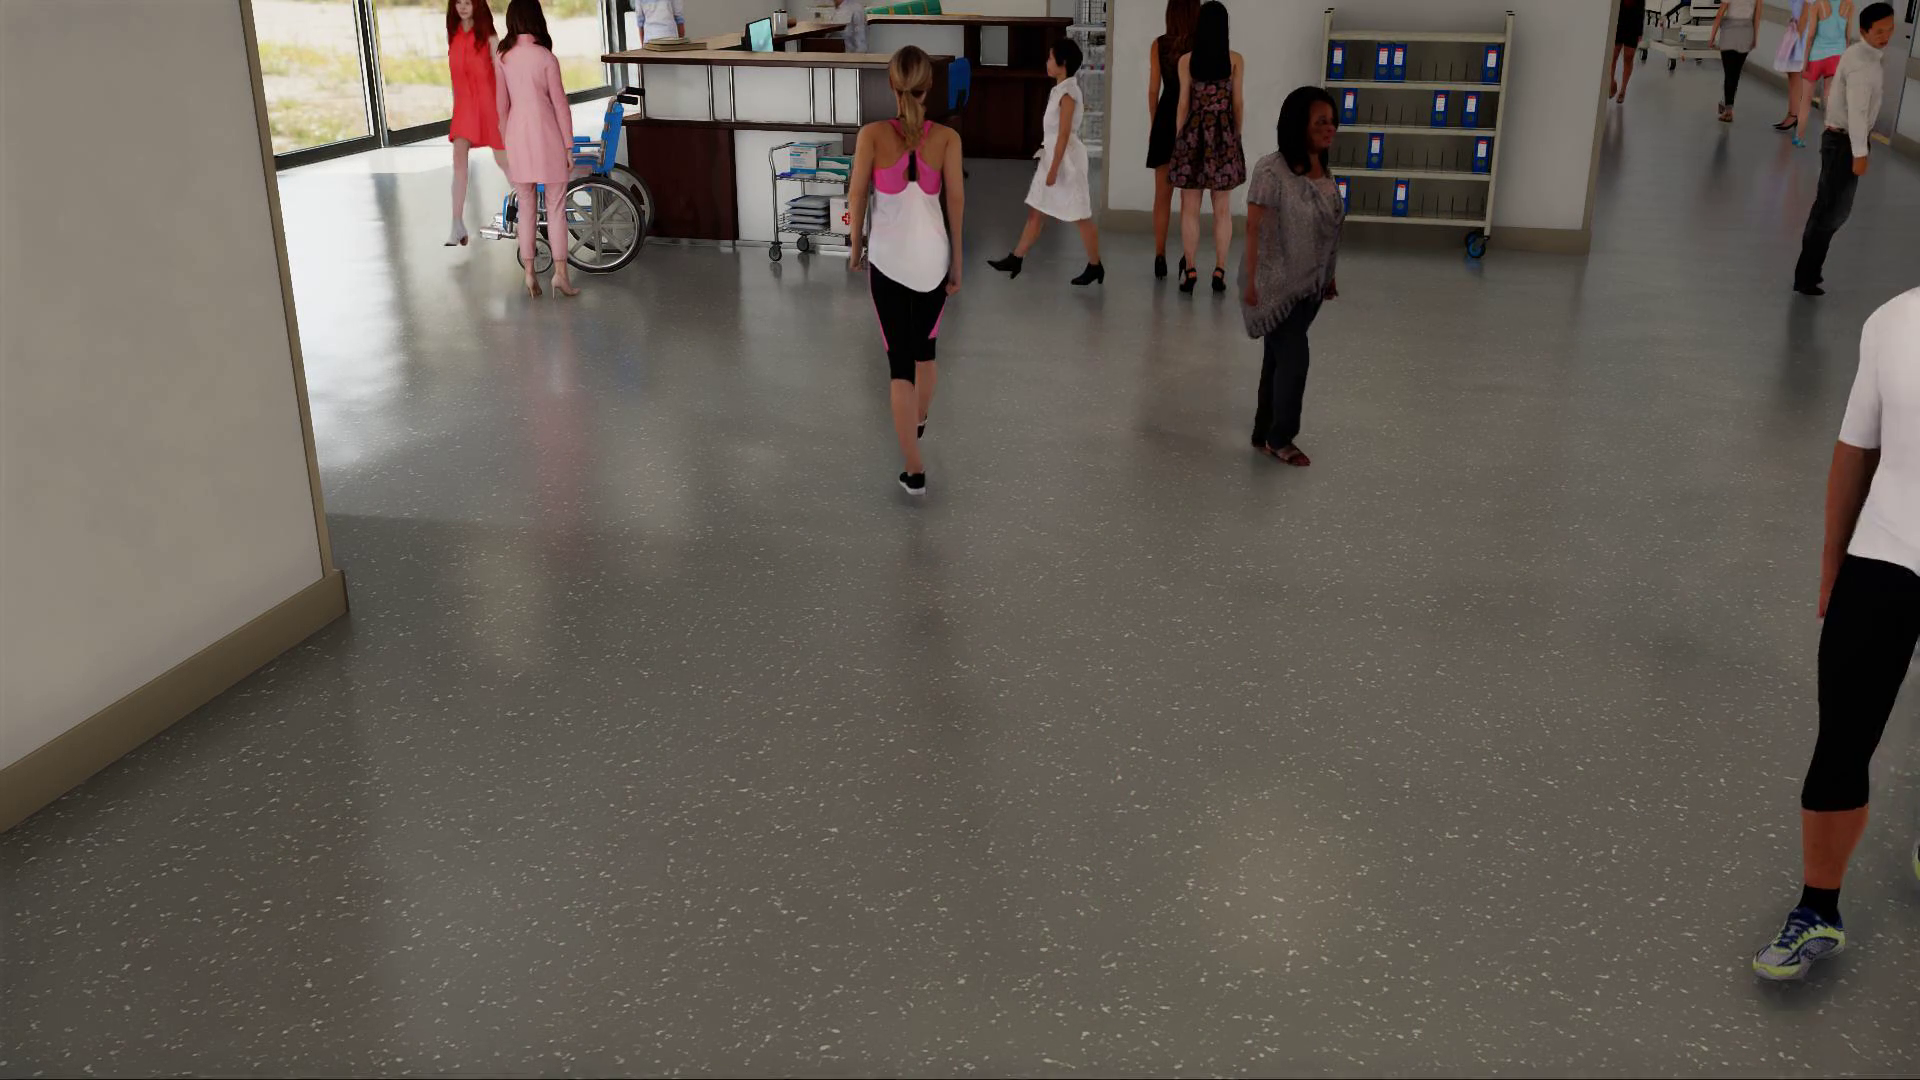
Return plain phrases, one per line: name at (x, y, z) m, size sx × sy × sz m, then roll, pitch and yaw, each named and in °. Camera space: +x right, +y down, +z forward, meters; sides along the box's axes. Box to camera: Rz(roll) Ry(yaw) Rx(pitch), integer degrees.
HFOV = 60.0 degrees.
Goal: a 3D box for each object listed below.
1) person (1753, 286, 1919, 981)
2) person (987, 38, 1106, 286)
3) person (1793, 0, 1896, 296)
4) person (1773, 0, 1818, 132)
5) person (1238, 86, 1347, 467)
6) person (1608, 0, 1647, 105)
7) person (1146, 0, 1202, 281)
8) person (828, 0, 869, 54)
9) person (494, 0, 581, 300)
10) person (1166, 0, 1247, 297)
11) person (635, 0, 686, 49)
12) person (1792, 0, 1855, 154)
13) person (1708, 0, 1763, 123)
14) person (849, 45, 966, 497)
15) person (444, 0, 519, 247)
person at (2.189, 0.073, 3.663) m, size 1.106 × 1.824 × 1.175 m, roll -19°, pitch 28°, yaw -40°
person at (0.736, -2.320, 10.413) m, size 1.033 × 1.518 × 0.735 m, roll -1°, pitch 21°, yaw -1°
person at (5.465, -2.429, 10.352) m, size 0.574 × 1.765 × 0.784 m, roll 3°, pitch 21°, yaw 7°
person at (9.164, -5.407, 18.145) m, size 0.711 × 1.813 × 0.688 m, roll 5°, pitch 21°, yaw 12°
person at (1.354, -1.145, 7.195) m, size 0.841 × 1.598 × 0.789 m, roll 19°, pitch 28°, yaw 41°
person at (8.299, -6.275, 20.698) m, size 0.587 × 1.628 × 0.728 m, roll 10°, pitch 23°, yaw 25°
person at (1.404, -2.596, 10.694) m, size 0.498 × 1.834 × 0.667 m, roll 8°, pitch 22°, yaw 21°
person at (-1.037, -4.299, 15.266) m, size 1.099 × 1.782 × 0.978 m, roll -18°, pitch 27°, yaw -39°
person at (-2.595, -2.382, 10.174) m, size 0.488 × 1.803 × 0.692 m, roll 3°, pitch 21°, yaw 8°
person at (1.533, -2.415, 10.303) m, size 0.690 × 1.773 × 0.792 m, roll 0°, pitch 21°, yaw 1°
person at (-3.229, -5.387, 18.072) m, size 0.596 × 1.828 × 0.791 m, roll 1°, pitch 21°, yaw 2°
person at (8.488, -4.648, 16.259) m, size 1.110 × 1.730 × 0.658 m, roll 6°, pitch 22°, yaw 16°
person at (8.788, -5.632, 18.758) m, size 0.980 × 1.800 × 0.789 m, roll 2°, pitch 21°, yaw 5°
person at (-0.208, -1.034, 6.706) m, size 1.154 × 1.738 × 0.981 m, roll -3°, pitch 21°, yaw -8°
person at (-3.348, -2.995, 11.836) m, size 1.046 × 1.772 × 0.671 m, roll 6°, pitch 21°, yaw 14°
